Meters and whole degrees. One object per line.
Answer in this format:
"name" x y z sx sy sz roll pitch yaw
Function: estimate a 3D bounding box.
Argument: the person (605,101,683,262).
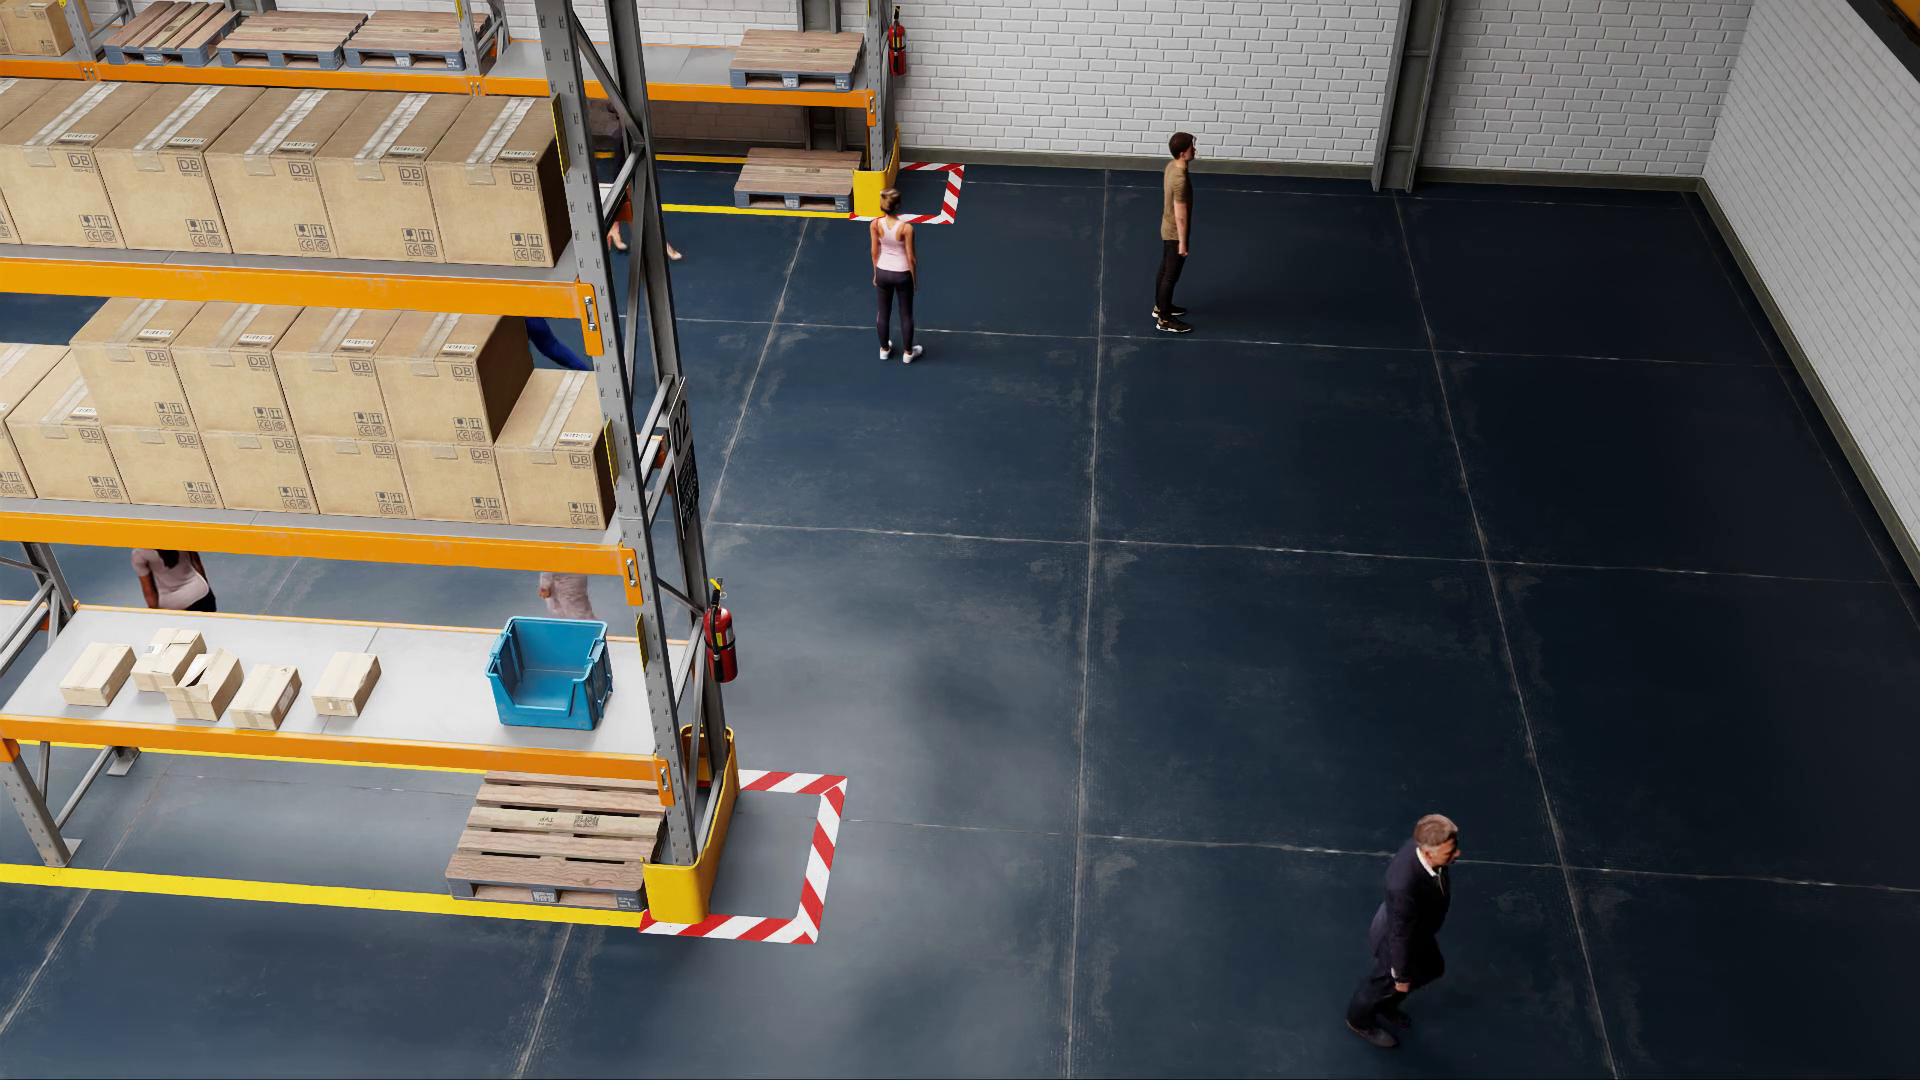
"person" -3.165 -3.403 15.814 1.038 1.592 0.676 9 39 11

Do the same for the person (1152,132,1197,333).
"person" 1.915 -2.753 14.793 0.592 1.850 0.679 0 39 -1

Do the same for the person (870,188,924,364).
"person" -0.568 -2.290 14.374 0.529 1.650 0.667 12 40 14

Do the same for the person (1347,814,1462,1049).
"person" 2.288 2.038 8.834 0.828 1.801 0.831 21 43 24
